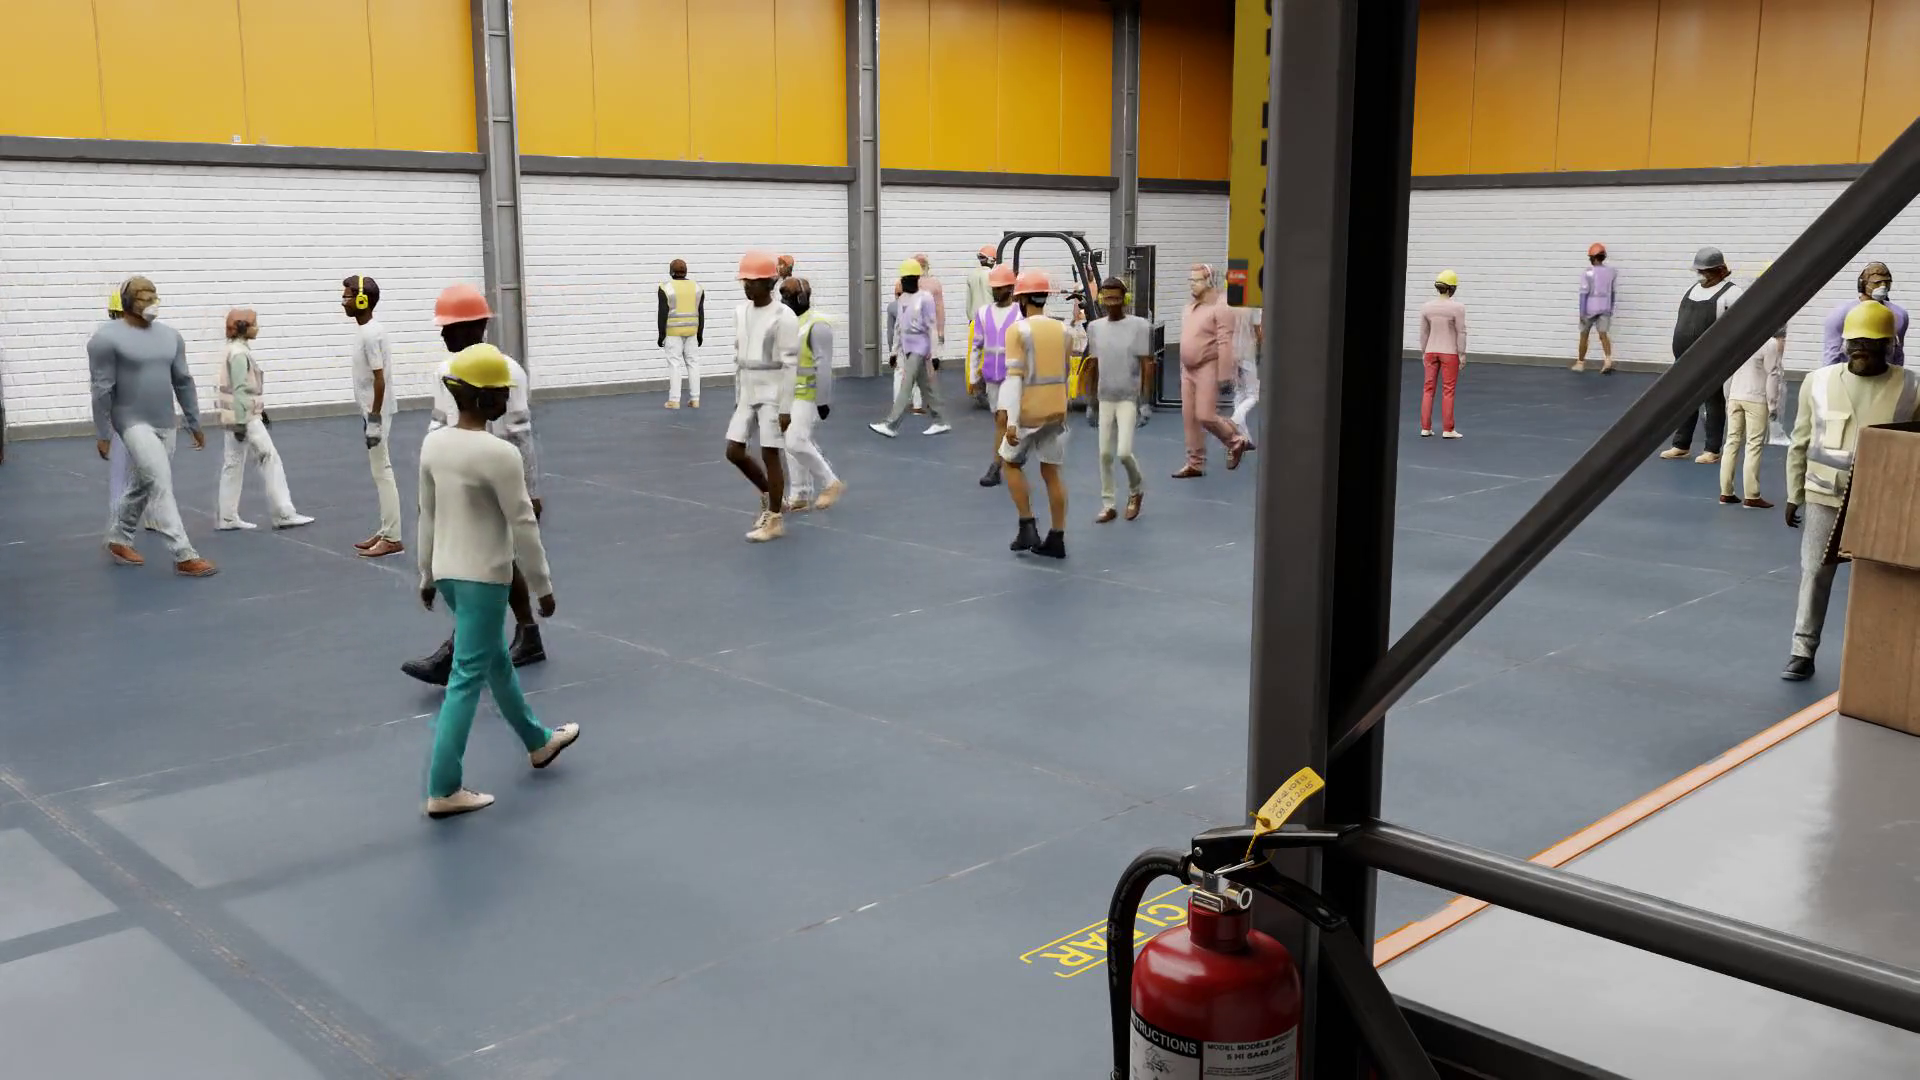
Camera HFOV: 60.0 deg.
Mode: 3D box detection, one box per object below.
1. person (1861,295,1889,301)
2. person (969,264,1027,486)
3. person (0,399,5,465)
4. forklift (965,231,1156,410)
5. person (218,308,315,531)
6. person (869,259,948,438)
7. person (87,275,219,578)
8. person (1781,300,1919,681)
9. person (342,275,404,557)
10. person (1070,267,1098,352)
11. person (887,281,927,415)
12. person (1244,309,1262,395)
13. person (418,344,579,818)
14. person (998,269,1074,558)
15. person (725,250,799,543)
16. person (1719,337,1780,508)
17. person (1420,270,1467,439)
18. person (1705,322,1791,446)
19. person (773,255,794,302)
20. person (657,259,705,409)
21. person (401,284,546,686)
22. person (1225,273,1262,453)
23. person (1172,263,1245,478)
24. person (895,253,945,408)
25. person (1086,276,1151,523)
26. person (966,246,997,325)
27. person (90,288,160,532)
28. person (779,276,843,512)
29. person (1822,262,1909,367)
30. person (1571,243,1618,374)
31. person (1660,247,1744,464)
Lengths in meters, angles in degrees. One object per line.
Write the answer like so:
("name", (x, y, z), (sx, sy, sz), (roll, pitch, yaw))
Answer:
("person", (7.250, -1.154, 13.388), (0.319, 1.692, 0.533), (-1, 10, -5))
("person", (0.383, -1.452, 14.479), (0.560, 1.896, 0.987), (5, 11, 25))
("person", (-5.925, -0.591, 9.775), (0.517, 1.888, 0.609), (8, 13, 37))
("forklift", (1.222, -2.721, 20.561), (2.313, 2.155, 1.214), (2, 11, 13))
("person", (-5.072, -0.867, 12.062), (0.741, 1.609, 0.518), (-6, 12, -30))
("person", (-0.531, -2.016, 17.577), (1.008, 1.872, 0.609), (-6, 12, -30))
("person", (-5.148, -0.723, 10.523), (1.036, 1.890, 0.651), (5, 11, 23))
("person", (4.219, -0.209, 7.852), (0.600, 1.829, 0.404), (7, 12, 33))
("person", (-3.921, -0.814, 11.078), (0.335, 1.862, 0.521), (-3, 11, -18))
("person", (1.984, -3.451, 26.056), (0.543, 1.634, 0.336), (-7, 13, -34))
("person", (-0.621, -2.305, 19.826), (0.507, 1.630, 0.268), (3, 11, 18))
("person", (3.923, -2.753, 22.301), (0.326, 1.626, 0.527), (10, 14, 44))
("person", (-1.733, 0.130, 6.292), (0.546, 1.727, 0.875), (9, 13, 39))
("person", (0.503, -0.830, 11.024), (0.617, 1.908, 0.529), (-8, 13, -36))
("person", (-1.380, -0.982, 11.525), (0.649, 2.027, 0.427), (9, 14, 41))
("person", (6.212, -1.066, 13.070), (0.286, 1.633, 0.498), (-4, 11, -22))
("person", (5.092, -1.949, 17.525), (0.311, 1.769, 0.525), (-10, 14, -44))
("person", (8.137, -1.902, 16.931), (0.847, 1.900, 0.595), (3, 11, 17))
("person", (-2.181, -2.664, 21.098), (0.587, 1.882, 0.341), (9, 14, 41))
("person", (-3.459, -2.541, 20.542), (0.636, 1.842, 0.429), (-8, 13, -36))
("person", (-2.375, -0.256, 7.923), (0.574, 1.890, 0.950), (8, 13, 36))
("person", (2.710, -1.750, 16.227), (0.594, 1.832, 0.627), (7, 13, 35))
("person", (2.184, -1.481, 14.620), (0.582, 1.888, 0.658), (-6, 12, -28))
("person", (-0.475, -2.591, 20.639), (0.643, 1.909, 0.410), (4, 11, 20))
("person", (1.173, -1.016, 12.277), (0.528, 1.838, 0.442), (5, 12, 27))
("person", (0.368, -3.048, 22.920), (0.609, 1.984, 0.399), (8, 13, 39))
("person", (-5.874, -0.901, 11.815), (0.323, 1.766, 0.530), (9, 13, 39))
("person", (-1.228, -1.098, 12.739), (0.433, 1.830, 0.631), (-7, 12, -33))
("person", (6.678, -1.078, 12.301), (0.638, 1.938, 0.357), (-1, 10, -7))
("person", (9.842, -3.572, 25.701), (0.621, 2.017, 0.868), (-1, 10, -4))
("person", (6.967, -1.742, 15.641), (0.535, 2.000, 0.674), (-5, 12, -26))
